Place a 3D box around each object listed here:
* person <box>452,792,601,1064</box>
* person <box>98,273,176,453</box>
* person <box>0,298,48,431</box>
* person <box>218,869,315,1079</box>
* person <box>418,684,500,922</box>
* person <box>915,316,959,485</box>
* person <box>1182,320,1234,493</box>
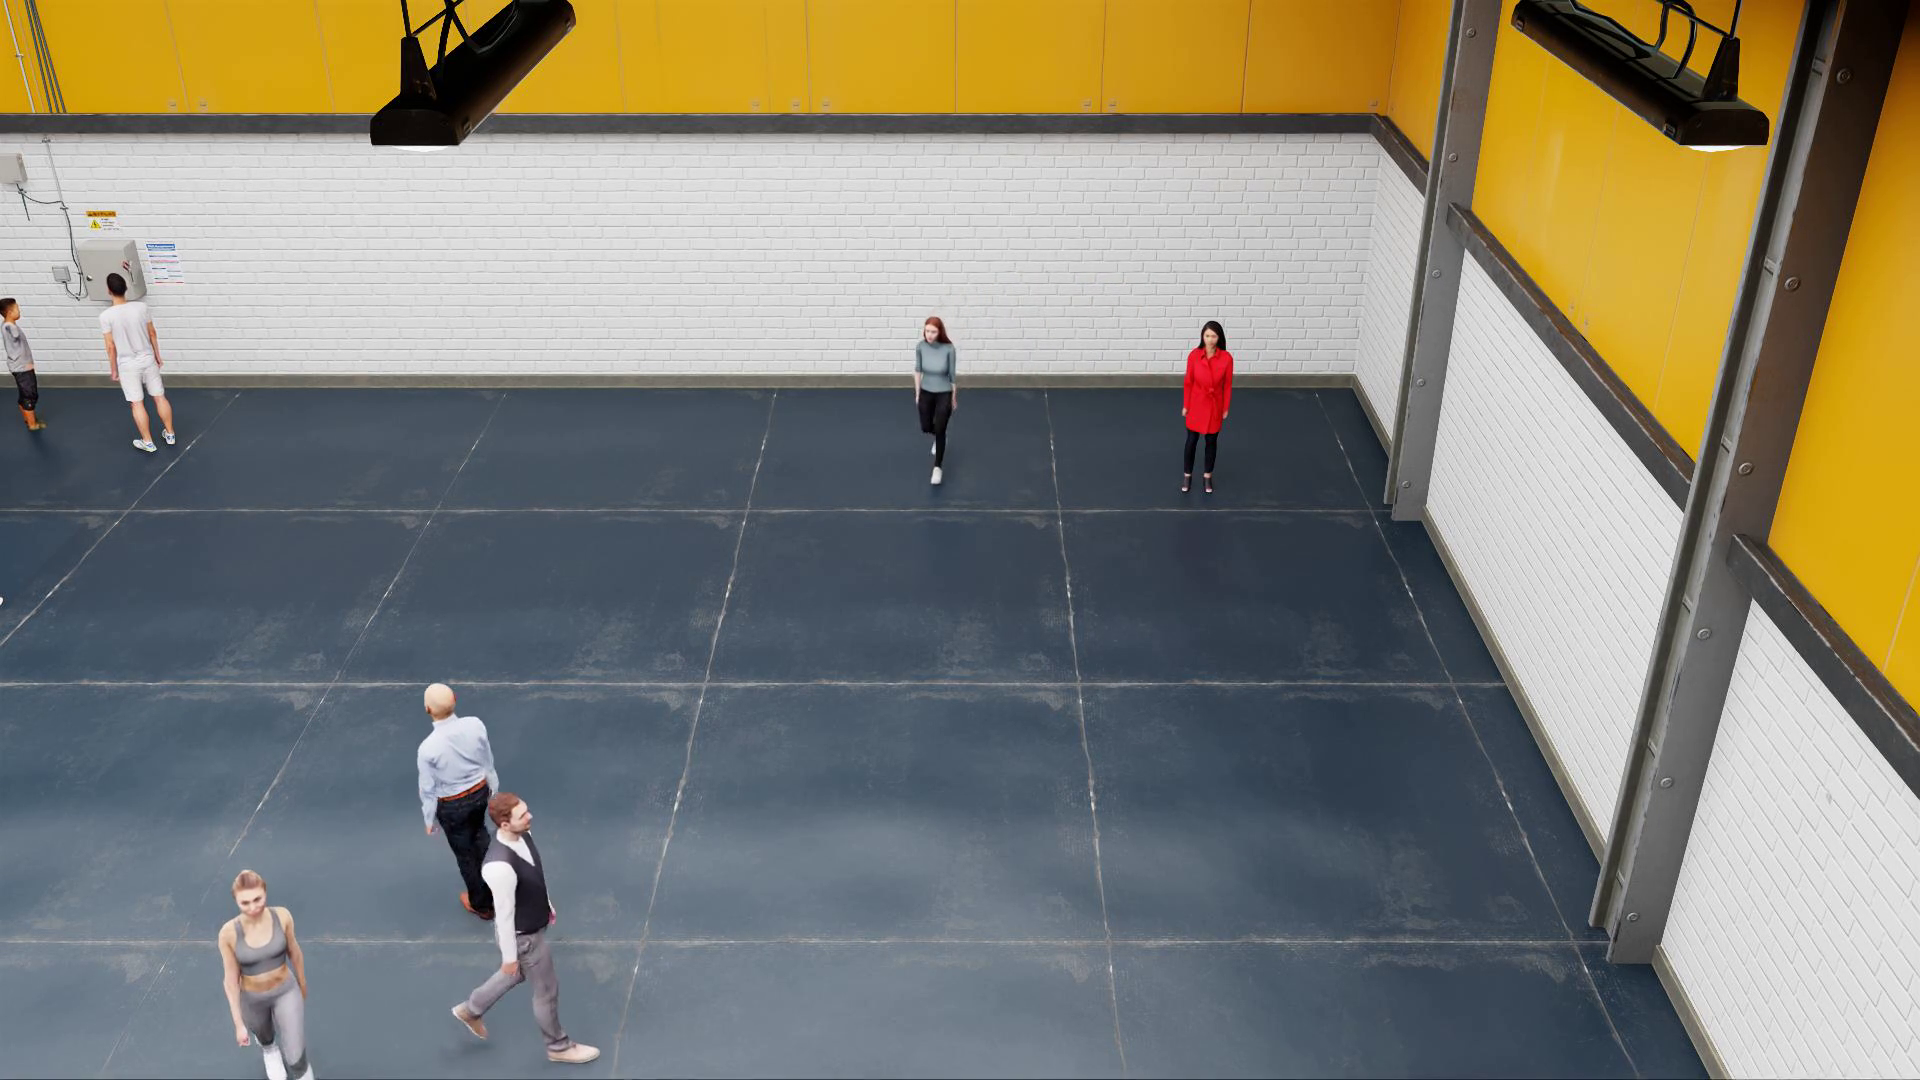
[{"bbox_3d":[-2.568,2.198,9.435,0.756,1.916,1.023,-2,29,-3],"label":"person"},{"bbox_3d":[-8.343,-1.801,16.831,0.819,1.853,0.729,21,35,34],"label":"person"},{"bbox_3d":[-9.851,-1.885,17.407,0.680,1.449,0.599,-21,35,-33],"label":"person"},{"bbox_3d":[-3.830,2.490,9.164,0.971,1.664,1.209,-16,32,-27],"label":"person"},{"bbox_3d":[-3.084,1.704,10.478,0.880,1.784,0.816,24,37,37],"label":"person"},{"bbox_3d":[-0.200,-1.417,16.261,0.725,1.725,0.932,8,30,14],"label":"person"},{"bbox_3d":[2.359,-1.277,15.982,0.652,1.747,0.657,5,29,8],"label":"person"}]
